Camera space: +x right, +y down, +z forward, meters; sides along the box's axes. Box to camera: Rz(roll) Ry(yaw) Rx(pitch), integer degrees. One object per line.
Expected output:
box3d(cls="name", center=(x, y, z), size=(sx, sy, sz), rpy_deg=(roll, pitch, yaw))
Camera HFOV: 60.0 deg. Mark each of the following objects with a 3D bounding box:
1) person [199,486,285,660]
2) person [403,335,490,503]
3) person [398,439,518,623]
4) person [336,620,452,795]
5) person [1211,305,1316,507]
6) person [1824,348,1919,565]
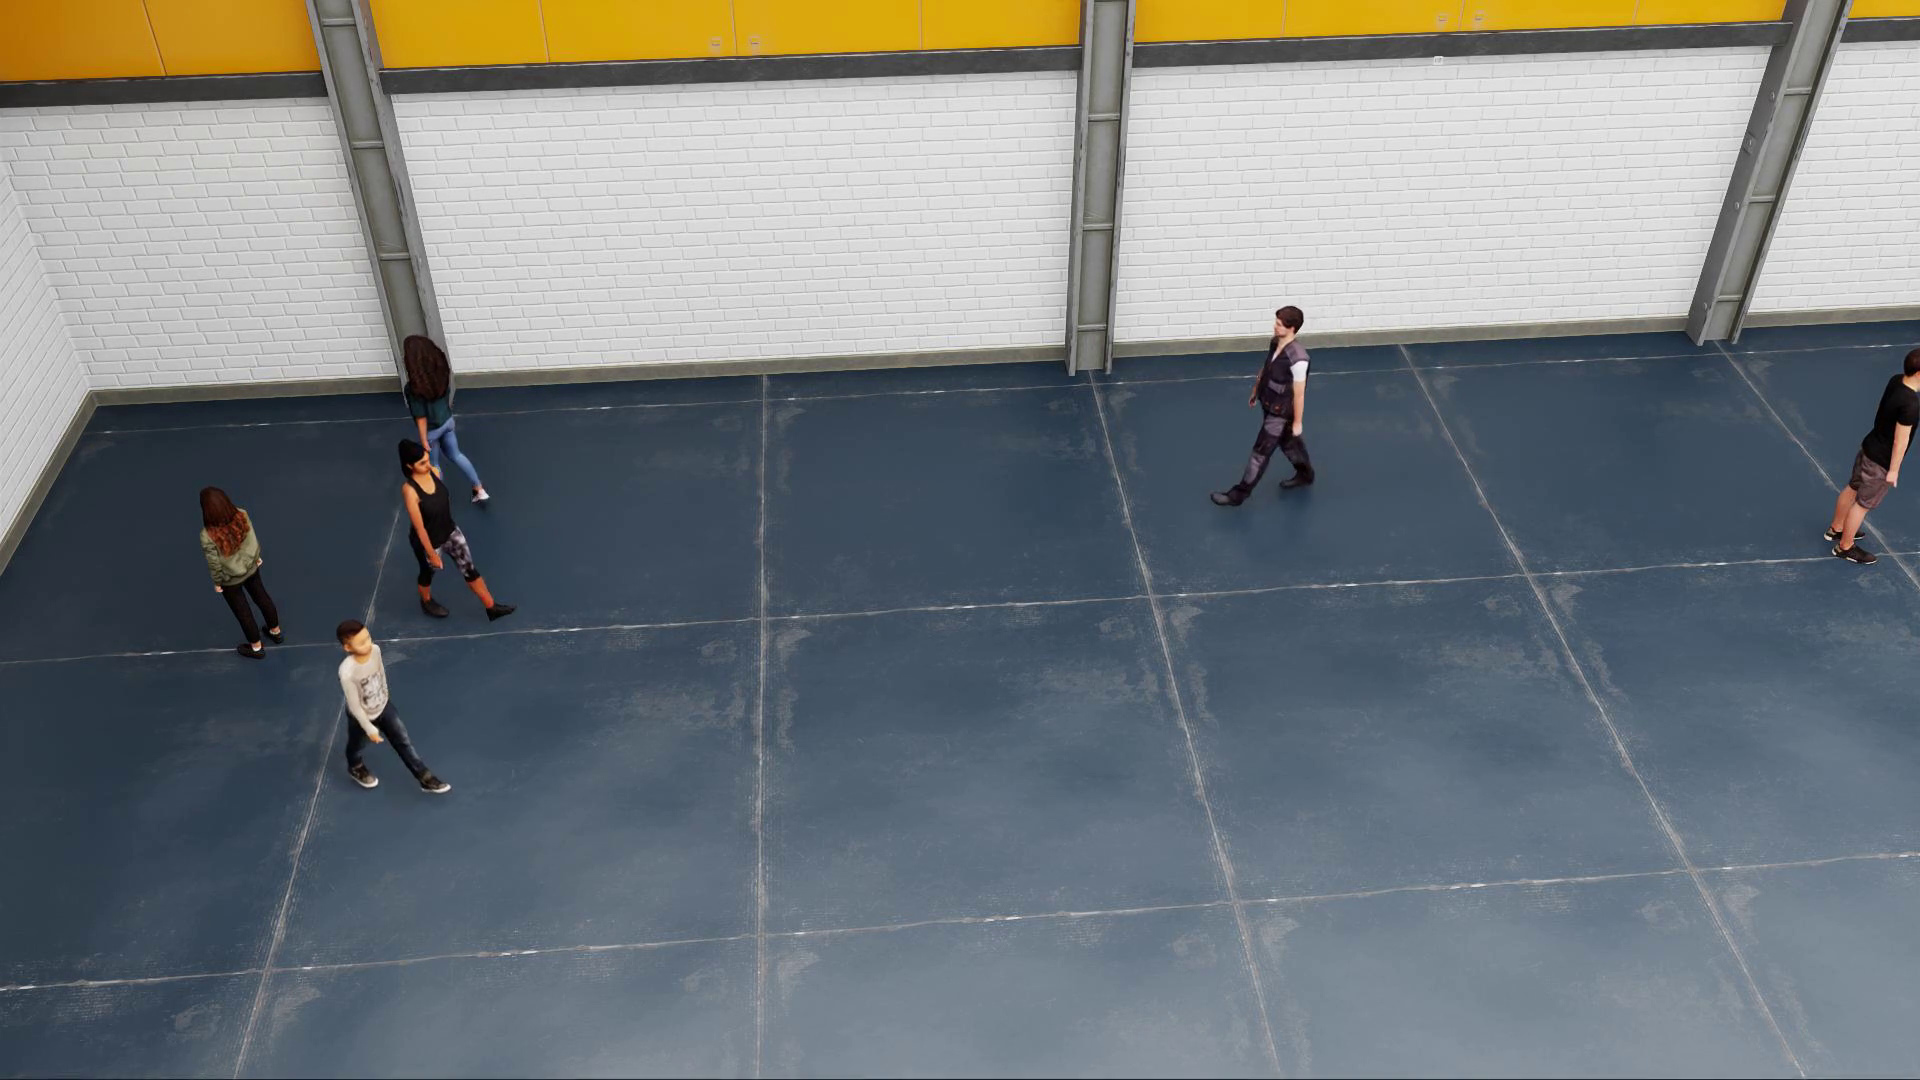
box3d(cls="person", center=(-5.199, 0.220, 11.980), size=(0.678, 1.476, 0.657), rpy_deg=(18, 42, 22))
box3d(cls="person", center=(-4.155, -0.917, 13.295), size=(0.933, 1.612, 0.810), rpy_deg=(15, 41, 18))
box3d(cls="person", center=(-3.925, -0.047, 12.186), size=(1.134, 1.635, 0.896), rpy_deg=(12, 40, 15))
box3d(cls="person", center=(-3.932, 1.110, 10.909), size=(1.083, 1.421, 0.890), rpy_deg=(17, 42, 21))
box3d(cls="person", center=(2.651, -1.066, 13.329), size=(1.216, 1.802, 0.795), rpy_deg=(-8, 39, -10))
box3d(cls="person", center=(7.090, -0.682, 12.800), size=(0.675, 1.861, 0.729), rpy_deg=(6, 39, 8))
